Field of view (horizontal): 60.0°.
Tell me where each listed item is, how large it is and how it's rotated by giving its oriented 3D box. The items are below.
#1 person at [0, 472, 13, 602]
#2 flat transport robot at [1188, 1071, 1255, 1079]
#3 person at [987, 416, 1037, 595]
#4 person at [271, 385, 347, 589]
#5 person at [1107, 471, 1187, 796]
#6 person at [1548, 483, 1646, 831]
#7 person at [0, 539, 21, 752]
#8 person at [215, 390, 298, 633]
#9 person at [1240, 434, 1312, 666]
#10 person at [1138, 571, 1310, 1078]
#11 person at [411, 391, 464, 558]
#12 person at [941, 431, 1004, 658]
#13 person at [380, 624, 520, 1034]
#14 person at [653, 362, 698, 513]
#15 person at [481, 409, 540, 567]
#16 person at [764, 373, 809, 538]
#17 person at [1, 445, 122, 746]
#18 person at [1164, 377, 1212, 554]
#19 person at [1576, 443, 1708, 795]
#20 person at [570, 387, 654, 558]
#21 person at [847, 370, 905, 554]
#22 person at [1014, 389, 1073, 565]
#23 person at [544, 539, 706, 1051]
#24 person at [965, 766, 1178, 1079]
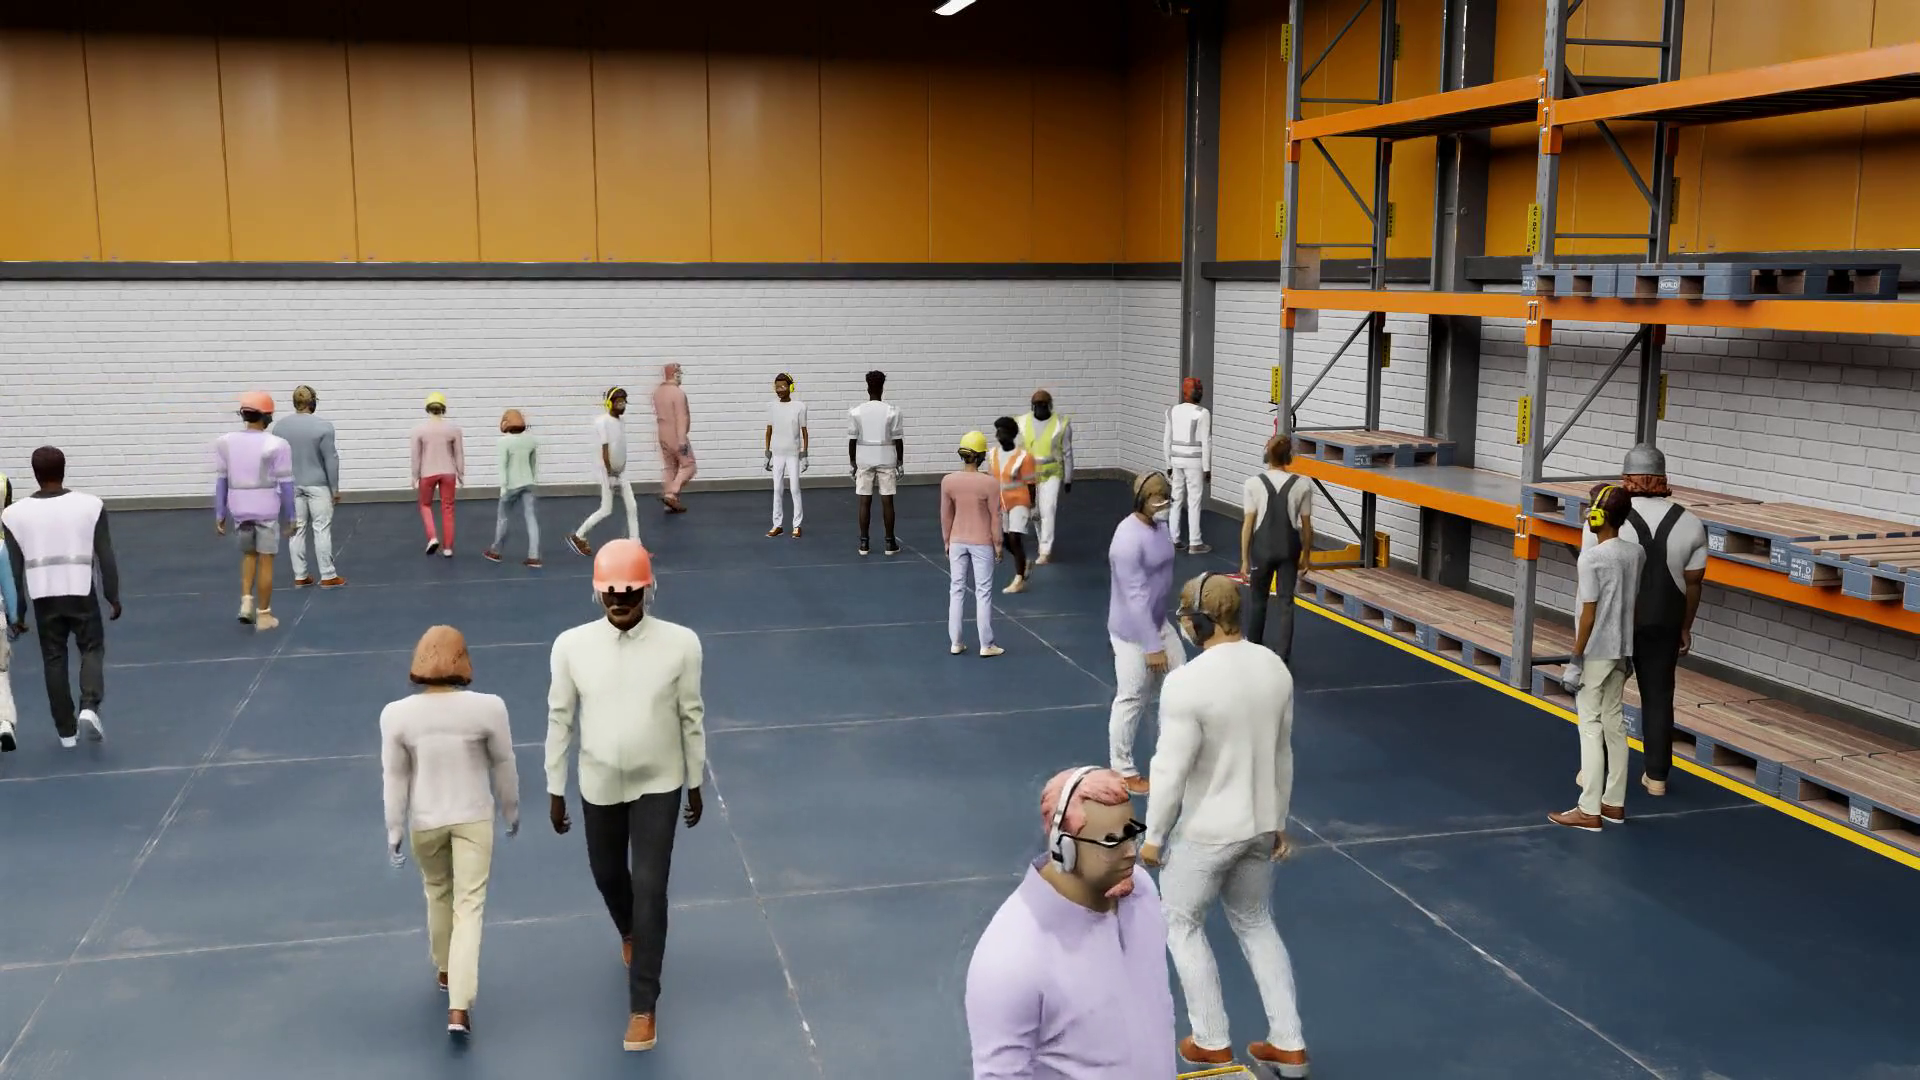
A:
[{"bbox_3d":[-7.319,0.116,12.301,0.634,1.819,0.715,-8,12,-42],"label":"person"},{"bbox_3d":[0.910,2.022,5.205,0.652,0.197,1.431,-3,9,-17],"label":"flat transport robot"},{"bbox_3d":[0.530,-0.341,15.573,0.553,1.667,0.534,8,12,42],"label":"person"},{"bbox_3d":[-6.155,-0.495,15.725,0.627,1.940,0.375,2,9,10],"label":"person"},{"bbox_3d":[1.101,0.551,9.336,0.670,1.896,0.655,5,11,30],"label":"person"},{"bbox_3d":[3.436,0.627,8.942,0.530,1.871,0.323,-6,11,-34],"label":"person"},{"bbox_3d":[-6.057,0.554,10.181,0.538,1.614,0.429,-5,11,-31],"label":"person"},{"bbox_3d":[-5.847,-0.237,13.871,0.647,2.020,0.474,1,9,4],"label":"person"},{"bbox_3d":[2.352,0.108,12.415,0.519,1.792,0.964,1,9,7],"label":"person"},{"bbox_3d":[0.998,1.068,6.080,0.665,1.902,0.529,-7,12,-39],"label":"person"},{"bbox_3d":[-5.481,-0.681,17.469,0.551,1.750,0.408,-4,10,-25],"label":"person"},{"bbox_3d":[0.102,0.034,12.959,0.524,1.769,0.316,4,10,25],"label":"person"},{"bbox_3d":[-2.033,1.135,6.652,0.508,1.594,0.836,-1,9,-7],"label":"person"},{"bbox_3d":[-3.522,-1.254,20.621,0.433,1.888,0.665,-7,12,-38],"label":"person"},{"bbox_3d":[-4.600,-0.538,17.050,0.808,1.591,0.515,7,12,39],"label":"person"},{"bbox_3d":[-1.963,-0.951,18.791,0.535,1.868,0.309,2,9,14],"label":"person"},{"bbox_3d":[-5.626,0.365,10.446,0.632,1.907,0.477,-4,10,-23],"label":"person"},{"bbox_3d":[2.438,-0.793,17.766,0.575,1.881,0.356,9,13,43],"label":"person"},{"bbox_3d":[3.865,0.443,9.556,0.679,2.000,0.535,1,9,3],"label":"person"},{"bbox_3d":[-3.694,-0.704,17.437,0.829,1.827,0.500,4,10,24],"label":"person"},{"bbox_3d":[-0.885,-0.819,17.662,0.610,1.966,0.363,1,9,4],"label":"person"},{"bbox_3d":[0.884,-0.686,17.360,0.624,1.809,0.881,3,10,18],"label":"person"},{"bbox_3d":[-1.339,0.942,6.705,0.631,1.962,0.941,-1,9,-5],"label":"person"},{"bbox_3d":[0.235,1.420,3.959,0.840,1.883,0.641,6,11,34],"label":"person"}]
